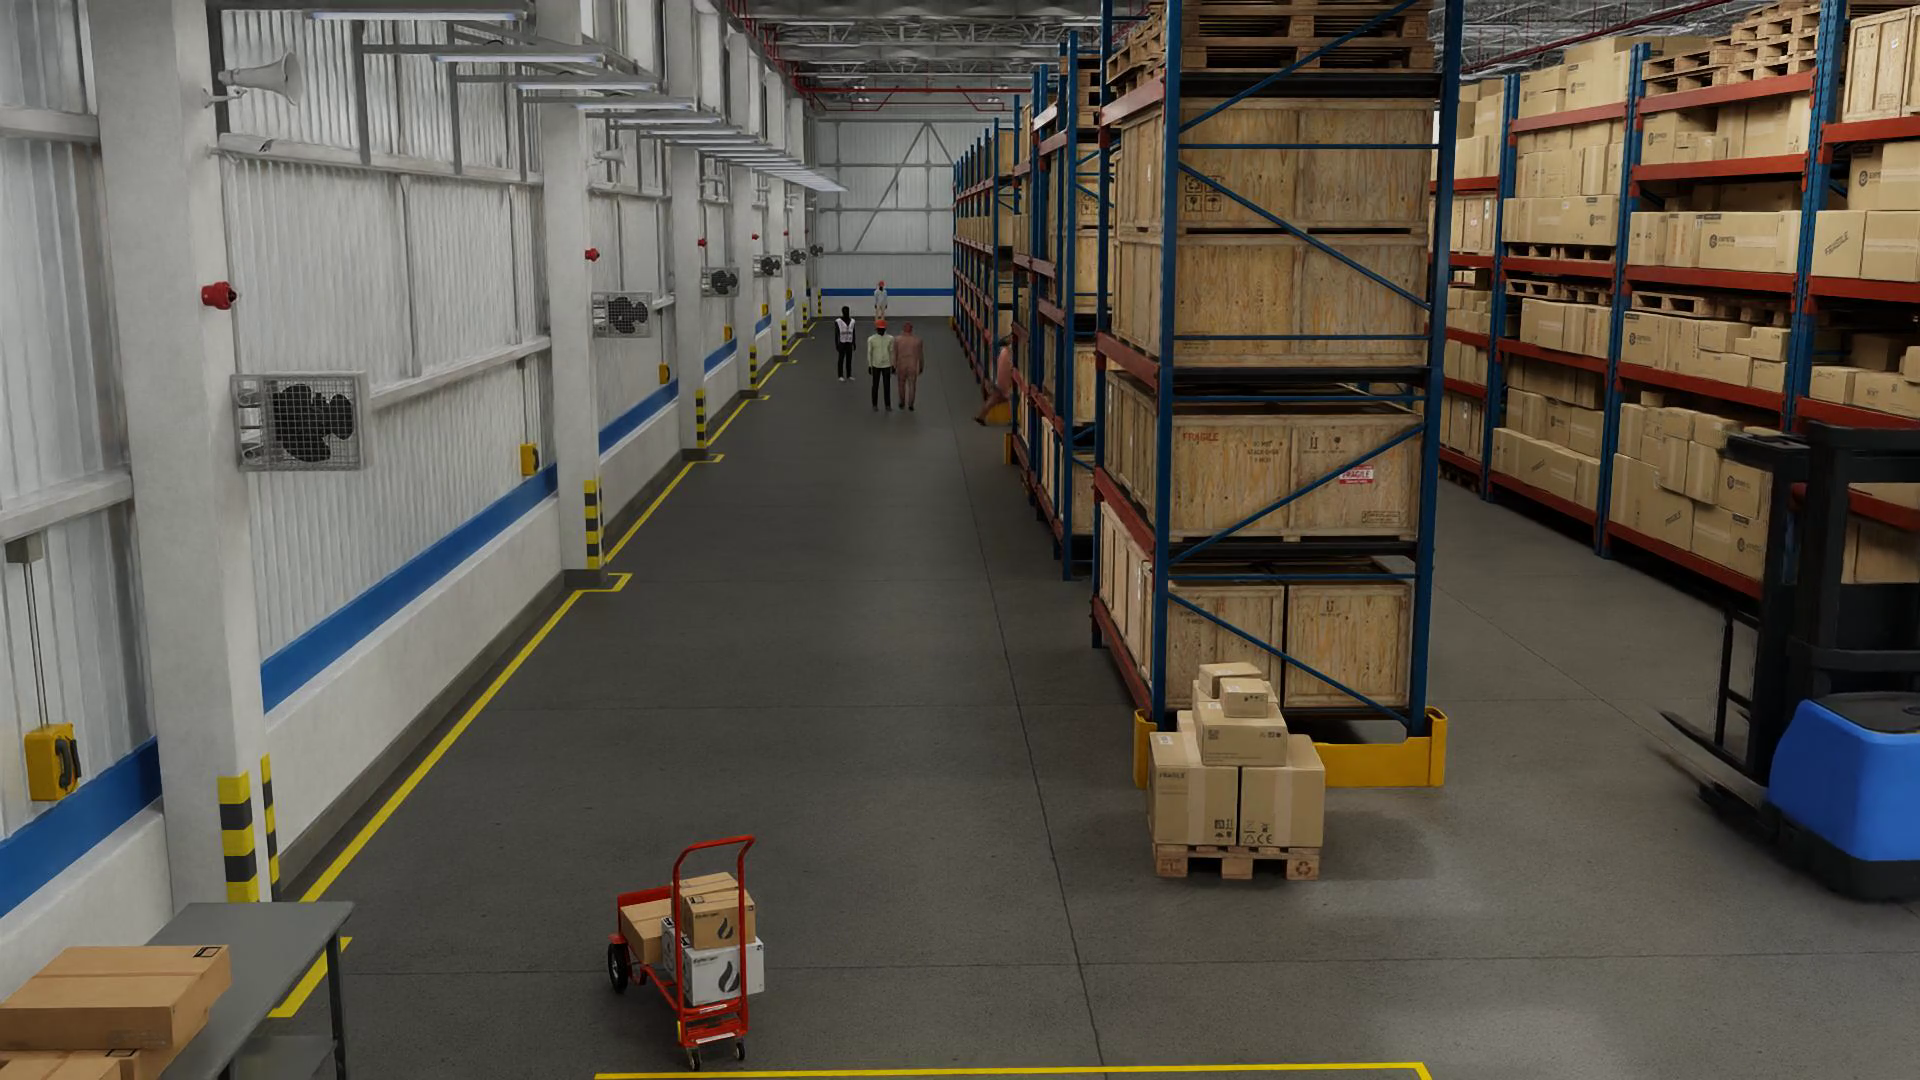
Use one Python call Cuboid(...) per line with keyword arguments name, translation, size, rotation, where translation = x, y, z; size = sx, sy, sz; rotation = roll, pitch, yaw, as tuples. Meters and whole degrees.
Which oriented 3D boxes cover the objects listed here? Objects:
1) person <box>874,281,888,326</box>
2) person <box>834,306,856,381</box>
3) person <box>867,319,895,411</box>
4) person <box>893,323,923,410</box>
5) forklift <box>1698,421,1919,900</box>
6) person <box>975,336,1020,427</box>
Cuboid(name="person", translation=(-3.053, -9.137, 64.359), size=(0.563, 1.742, 0.360), rotation=(-6, 13, -29))
Cuboid(name="person", translation=(-2.939, -5.014, 42.476), size=(0.591, 1.910, 0.388), rotation=(-8, 14, -37))
Cuboid(name="person", translation=(-1.687, -3.757, 35.739), size=(0.621, 1.985, 0.409), rotation=(-4, 12, -19))
Cuboid(name="person", translation=(-1.138, -3.782, 36.175), size=(0.684, 1.857, 0.956), rotation=(-1, 11, -5))
Cuboid(name="forklift", translation=(5.781, 0.637, 10.534), size=(1.129, 2.768, 1.873), rotation=(0, 11, -2))
Cuboid(name="person", translation=(0.817, -3.137, 32.972), size=(1.084, 1.826, 0.633), rotation=(1, 11, 6))
